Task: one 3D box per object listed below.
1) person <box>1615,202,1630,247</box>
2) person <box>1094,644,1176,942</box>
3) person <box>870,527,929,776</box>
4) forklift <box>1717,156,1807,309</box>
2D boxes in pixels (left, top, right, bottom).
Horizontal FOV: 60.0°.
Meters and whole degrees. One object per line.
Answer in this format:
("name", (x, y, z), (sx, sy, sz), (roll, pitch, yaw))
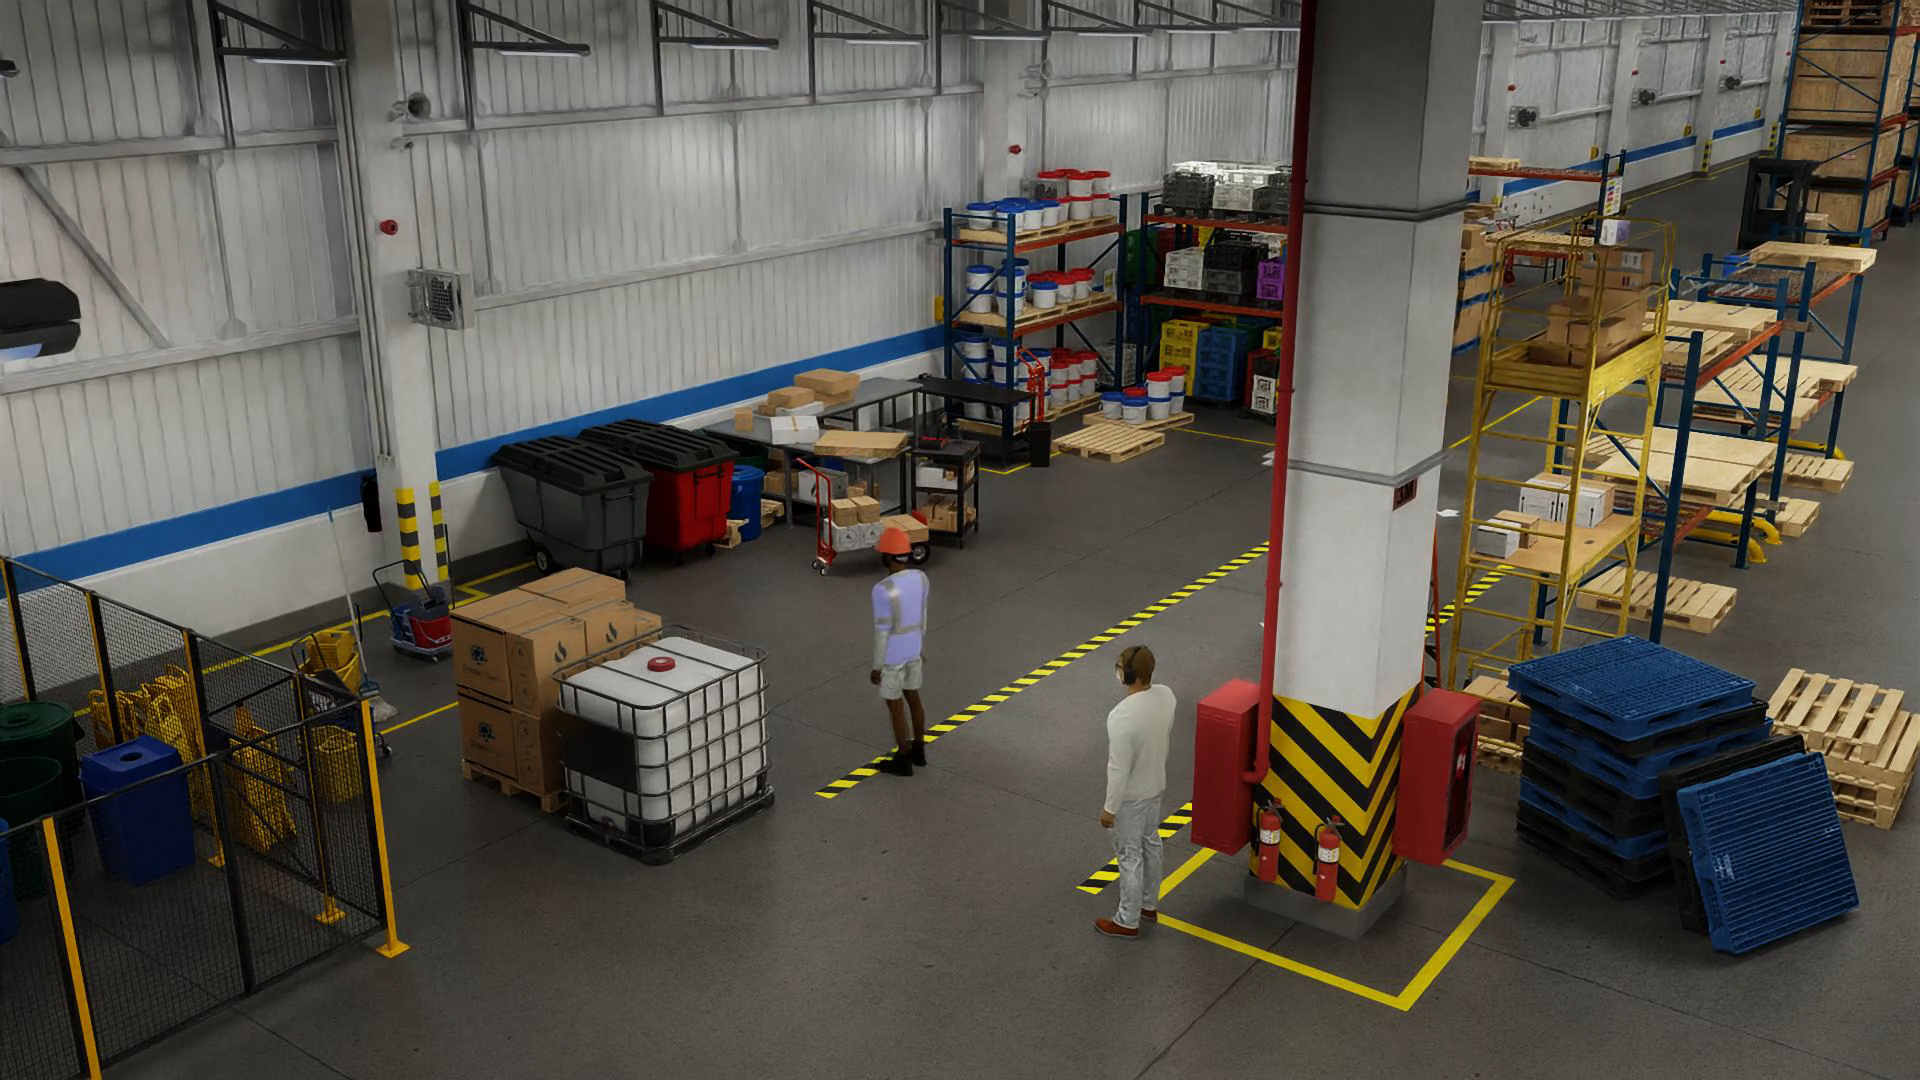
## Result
("person", (12.625, -5.519, 32.005), (0.372, 1.940, 0.630), (13, 22, 34))
("person", (1.081, 1.559, 10.337), (0.372, 1.940, 0.630), (13, 22, 34))
("person", (-0.468, 0.847, 12.565), (0.454, 1.923, 0.567), (14, 23, 37))
("forklift", (15.199, -5.780, 31.309), (1.129, 2.768, 1.873), (13, 22, 34))
